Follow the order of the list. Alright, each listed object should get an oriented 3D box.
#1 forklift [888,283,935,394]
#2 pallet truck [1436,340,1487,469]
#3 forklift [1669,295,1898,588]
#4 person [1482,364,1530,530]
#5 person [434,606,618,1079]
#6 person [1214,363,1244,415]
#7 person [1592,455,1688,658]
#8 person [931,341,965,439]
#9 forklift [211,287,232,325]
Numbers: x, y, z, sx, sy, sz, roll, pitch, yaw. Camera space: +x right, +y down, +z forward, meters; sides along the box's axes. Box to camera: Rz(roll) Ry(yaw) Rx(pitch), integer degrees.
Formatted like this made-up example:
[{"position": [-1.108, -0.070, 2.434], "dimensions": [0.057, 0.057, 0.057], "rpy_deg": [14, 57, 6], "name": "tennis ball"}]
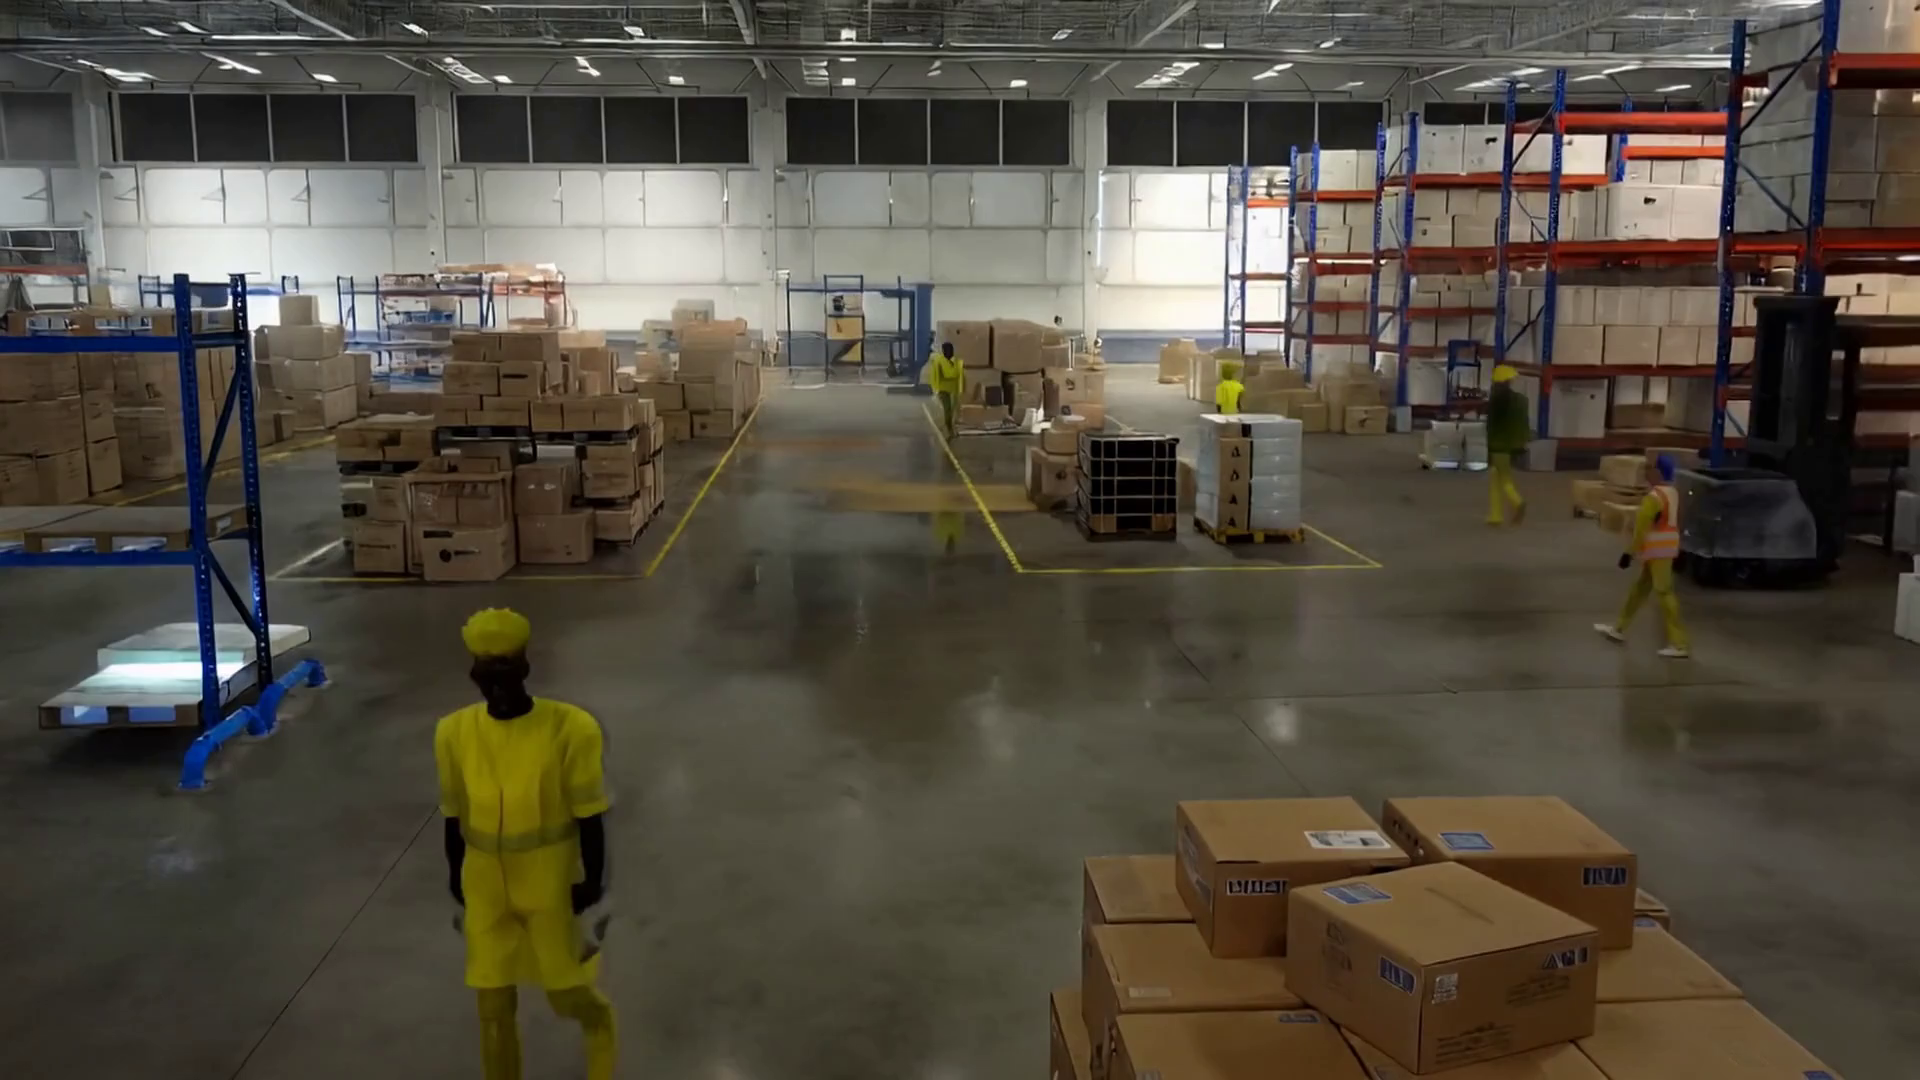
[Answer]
[{"position": [-0.890, -5.103, 42.070], "dimensions": [1.873, 2.768, 1.129], "rpy_deg": [-1, 9, -4], "name": "forklift"}, {"position": [8.004, -2.170, 26.422], "dimensions": [0.823, 1.965, 1.885], "rpy_deg": [2, 9, 14], "name": "pallet truck"}, {"position": [8.048, -0.994, 16.271], "dimensions": [1.873, 2.768, 1.129], "rpy_deg": [-1, 9, -4], "name": "forklift"}, {"position": [6.450, -1.091, 19.693], "dimensions": [0.643, 1.979, 0.485], "rpy_deg": [-6, 11, -33], "name": "person"}, {"position": [-1.464, 1.158, 5.707], "dimensions": [0.629, 1.945, 0.780], "rpy_deg": [1, 9, 7], "name": "person"}, {"position": [4.171, -1.887, 25.632], "dimensions": [0.539, 1.687, 0.443], "rpy_deg": [-7, 11, -37], "name": "person"}, {"position": [5.493, 0.118, 13.311], "dimensions": [0.846, 1.597, 0.517], "rpy_deg": [8, 12, 40], "name": "person"}, {"position": [-0.247, -2.792, 30.922], "dimensions": [0.618, 1.809, 0.815], "rpy_deg": [-5, 10, -29], "name": "person"}, {"position": [-16.813, -4.456, 38.009], "dimensions": [1.873, 2.768, 1.129], "rpy_deg": [-5, 10, -30], "name": "forklift"}]
